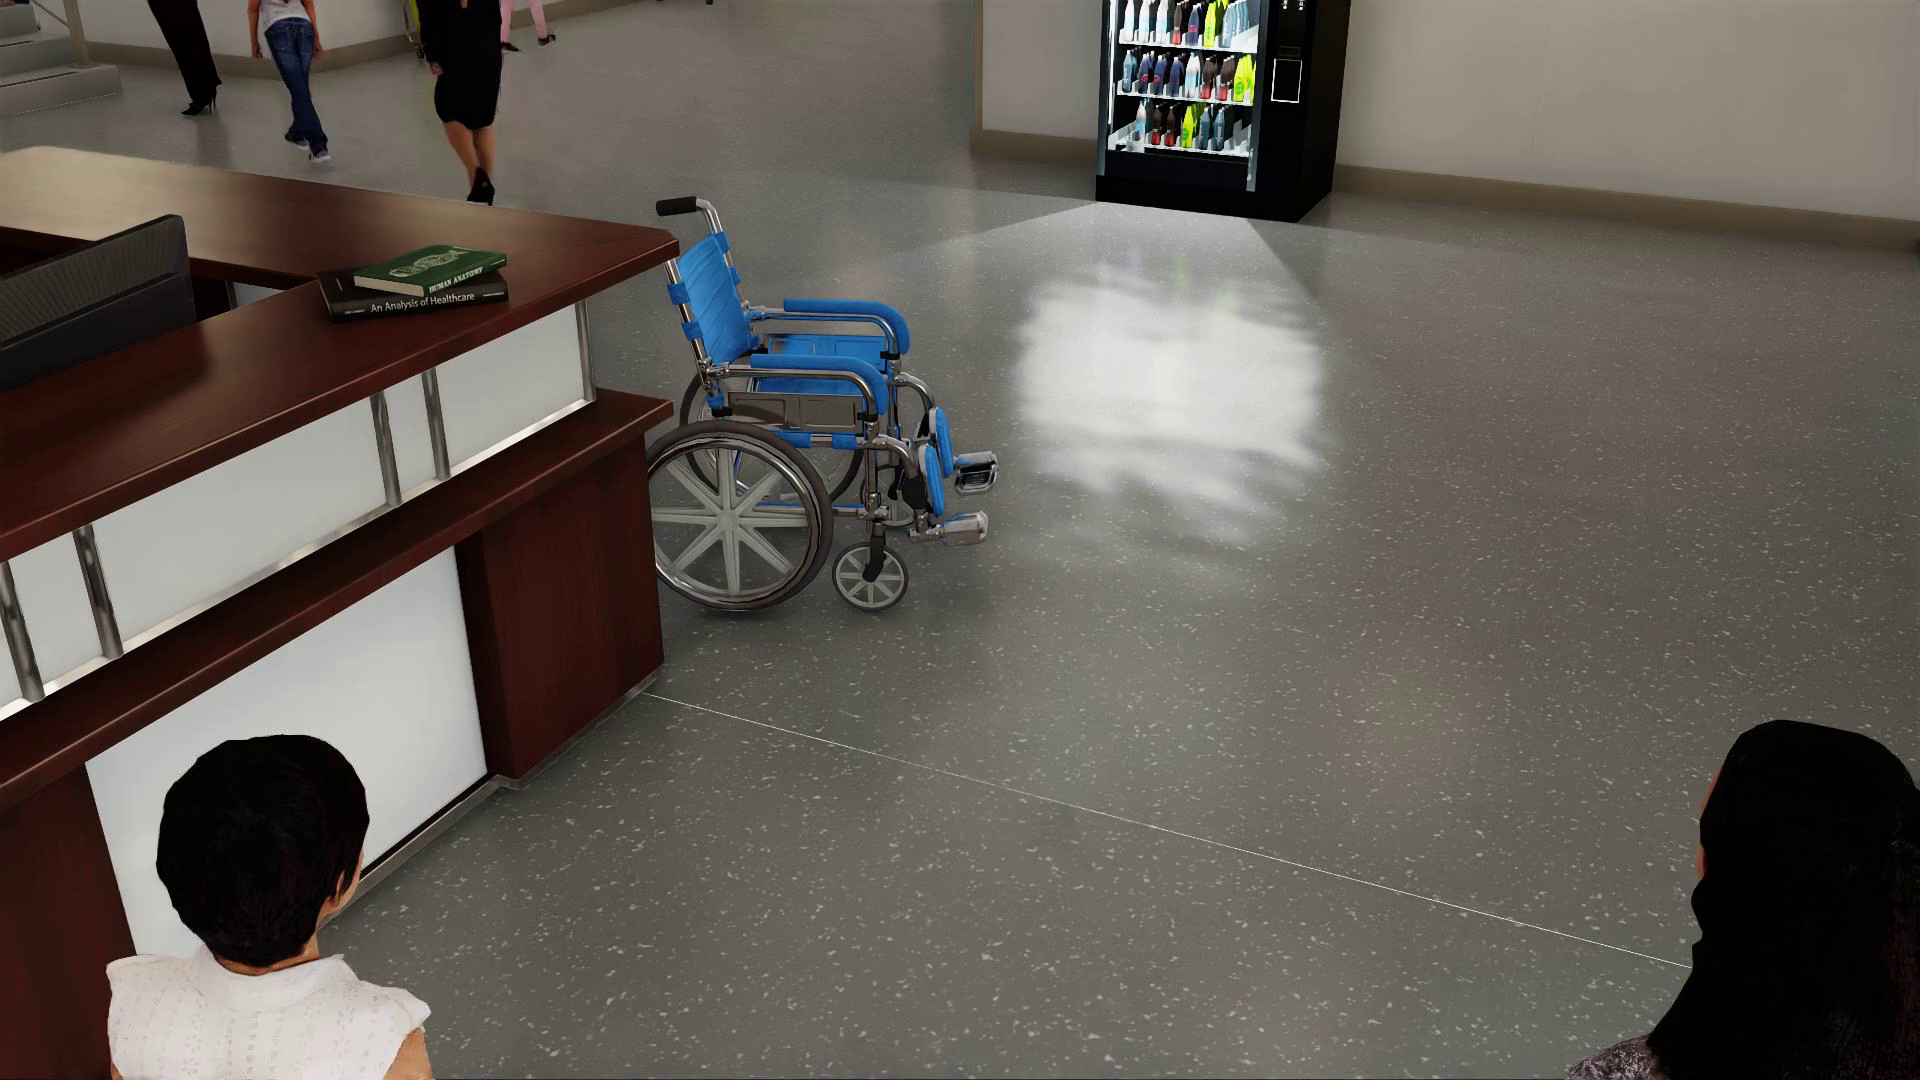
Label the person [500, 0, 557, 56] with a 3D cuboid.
[{"bbox_3d":[-3.763,-4.823,13.928,0.982,1.524,0.666,8,27,16],"label":"person"}]

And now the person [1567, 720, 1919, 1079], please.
[{"bbox_3d":[0.733,1.017,1.617,1.040,1.699,0.952,2,26,5],"label":"person"}]

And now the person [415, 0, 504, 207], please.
[{"bbox_3d":[-2.728,-2.672,9.310,0.809,1.661,0.815,-21,33,-36],"label":"person"}]

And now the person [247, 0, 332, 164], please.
[{"bbox_3d":[-4.161,-3.105,10.372,0.840,1.520,1.114,-20,32,-35],"label":"person"}]

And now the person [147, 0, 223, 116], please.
[{"bbox_3d":[-5.592,-3.944,11.838,0.814,1.756,0.775,-6,26,-12],"label":"person"}]

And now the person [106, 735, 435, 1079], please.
[{"bbox_3d":[-0.766,0.955,1.929,0.718,1.539,0.749,3,26,6],"label":"person"}]
